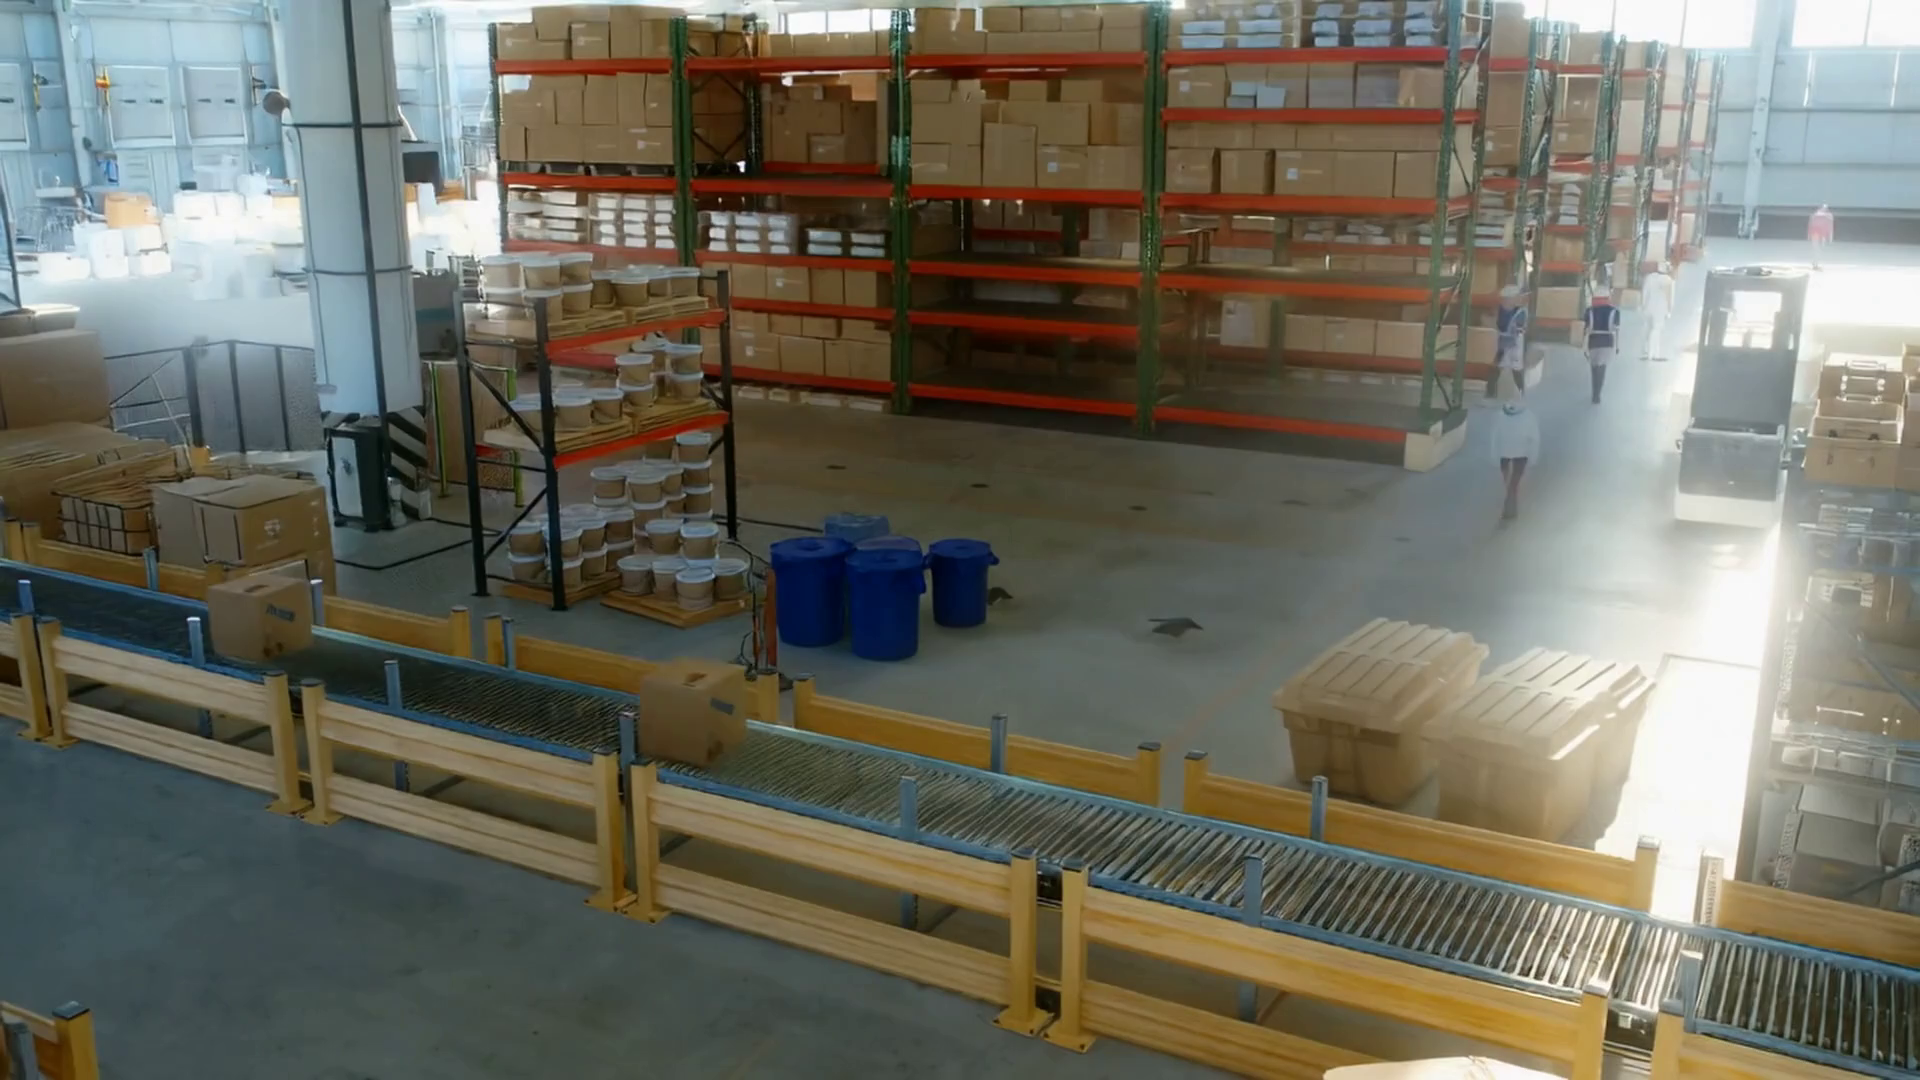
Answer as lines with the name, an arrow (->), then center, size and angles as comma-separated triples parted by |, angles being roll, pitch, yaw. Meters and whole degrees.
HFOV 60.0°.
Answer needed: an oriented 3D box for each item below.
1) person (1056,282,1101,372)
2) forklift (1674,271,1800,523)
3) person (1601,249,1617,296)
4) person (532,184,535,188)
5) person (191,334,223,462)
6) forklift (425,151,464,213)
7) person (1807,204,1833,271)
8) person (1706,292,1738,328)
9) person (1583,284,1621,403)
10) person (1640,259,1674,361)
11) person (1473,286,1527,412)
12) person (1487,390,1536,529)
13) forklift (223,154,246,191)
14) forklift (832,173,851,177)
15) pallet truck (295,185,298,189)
person -> 2.152, -3.830, 29.823 | 0.783, 1.664, 0.533 | 9, 17, 31
forklift -> 9.269, -1.763, 19.726 | 1.129, 2.768, 1.873 | 8, 17, 27
person -> 13.843, -5.383, 35.621 | 0.318, 1.690, 0.527 | 8, 17, 27
person -> -17.013, -13.496, 66.099 | 0.540, 1.696, 0.317 | 2, 15, 8
person -> -10.165, -1.900, 22.396 | 0.422, 1.746, 0.552 | -5, 16, -19
forklift -> -20.276, -13.633, 64.351 | 1.873, 2.768, 1.129 | 1, 15, 2
person -> 24.670, -8.693, 47.745 | 0.637, 1.866, 0.992 | 0, 15, 2
person -> 12.968, -3.426, 28.405 | 0.503, 1.613, 0.582 | 12, 19, 37
person -> 10.335, -3.153, 26.838 | 0.566, 1.905, 0.817 | 7, 17, 25
person -> 13.081, -4.299, 31.149 | 0.398, 1.899, 0.647 | -7, 17, -25
person -> 8.574, -2.990, 26.086 | 1.067, 1.976, 0.617 | -9, 17, -29
person -> 6.300, -0.928, 19.054 | 0.510, 1.578, 0.856 | 12, 19, 38
forklift -> -26.376, -12.683, 60.780 | 1.129, 2.768, 1.873 | 10, 18, 34
forklift -> -4.317, -12.754, 61.044 | 1.873, 2.768, 1.129 | 8, 17, 28
pallet truck -> -26.804, -14.617, 69.738 | 1.885, 1.965, 0.823 | -14, 20, -42
